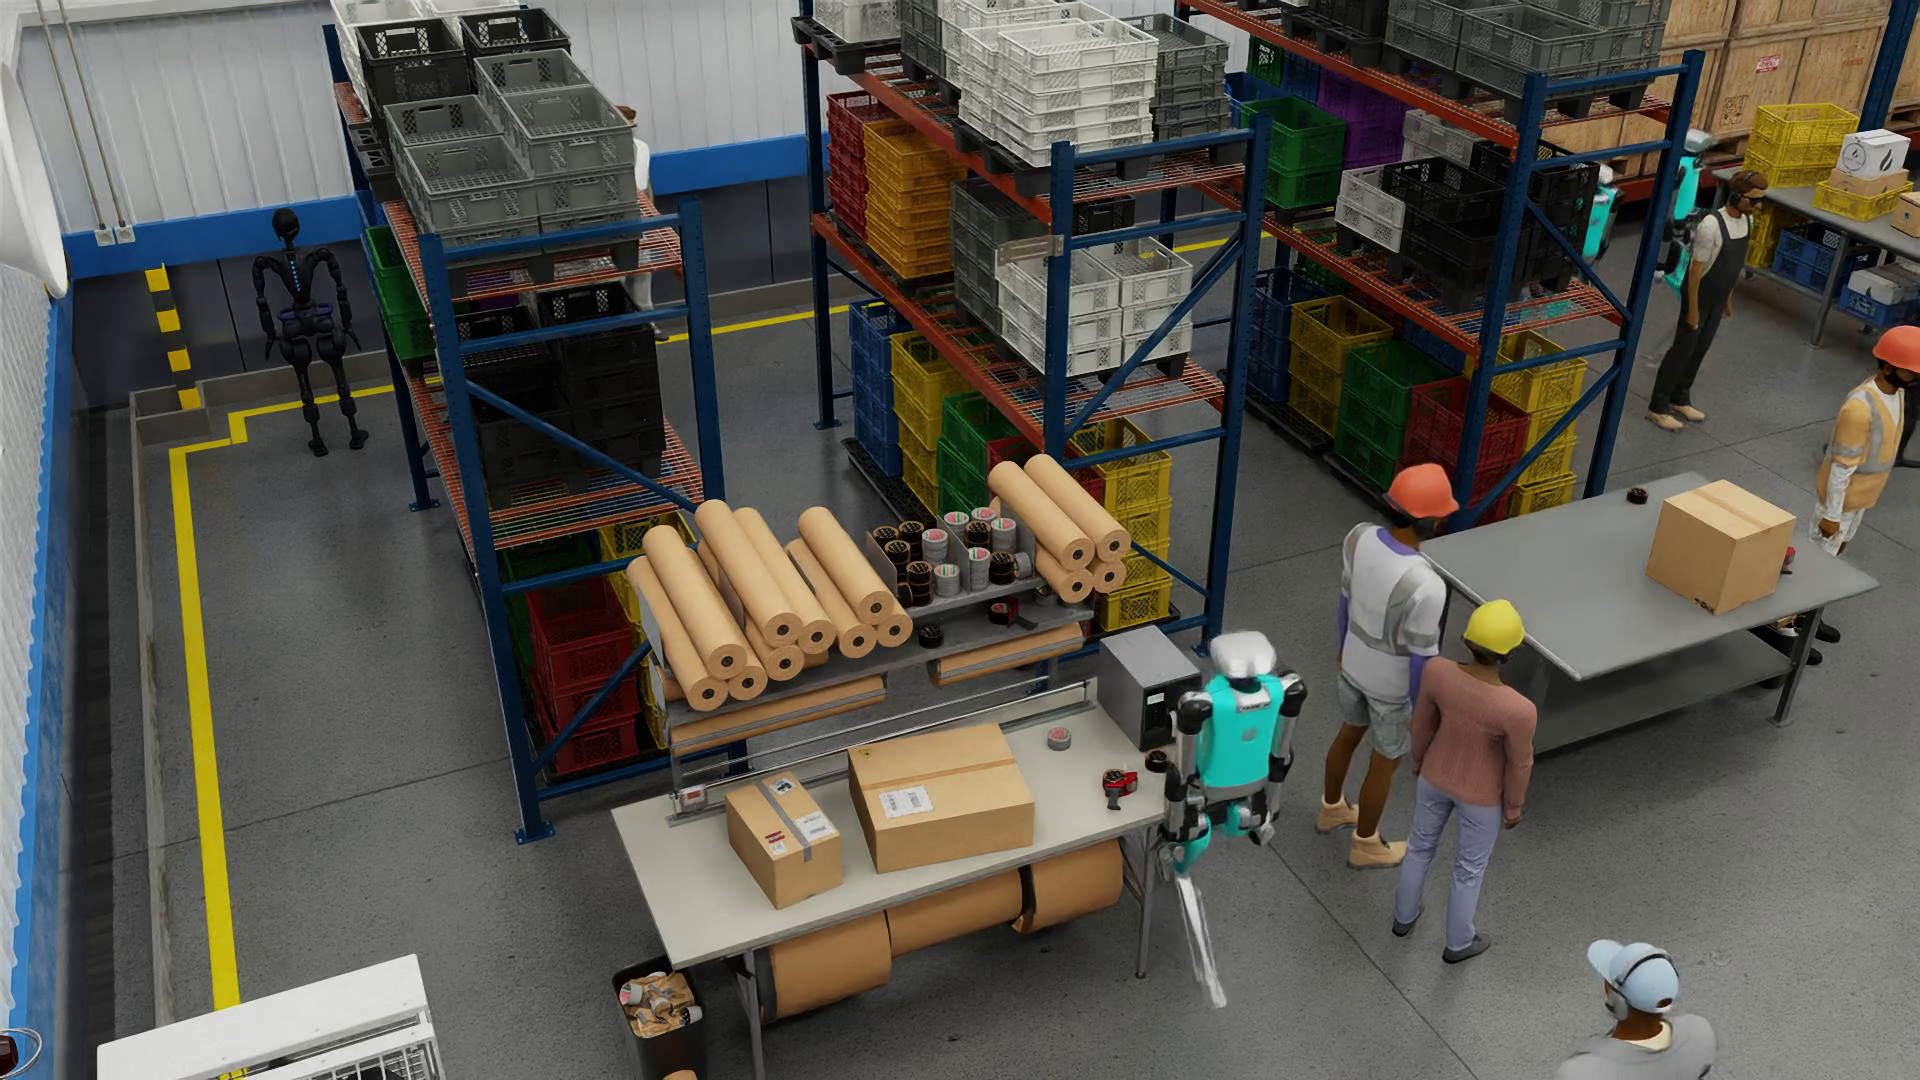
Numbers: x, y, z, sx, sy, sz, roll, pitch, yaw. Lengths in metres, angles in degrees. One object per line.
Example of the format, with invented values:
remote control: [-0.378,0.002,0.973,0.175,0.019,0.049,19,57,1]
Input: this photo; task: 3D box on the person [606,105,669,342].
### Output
person: [-2.453,-2.285,12.191,0.386,1.836,0.565,22,38,32]

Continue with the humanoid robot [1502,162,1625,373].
humanoid robot: [4.056,-1.801,11.576,0.530,1.841,0.769,-14,34,-21]

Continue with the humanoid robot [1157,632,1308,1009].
humanoid robot: [0.999,1.023,6.982,0.540,1.805,0.980,-9,33,-14]

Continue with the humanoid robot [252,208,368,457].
humanoid robot: [-4.234,-1.351,10.807,0.599,1.657,0.315,-10,33,-16]

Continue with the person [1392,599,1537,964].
person: [2.098,1.005,6.906,0.524,1.772,0.307,27,41,37]

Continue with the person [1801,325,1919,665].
person: [4.721,-0.243,8.775,0.373,1.935,0.549,27,41,37]

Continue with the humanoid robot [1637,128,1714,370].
humanoid robot: [5.213,-1.978,11.799,0.692,1.799,0.541,20,37,29]

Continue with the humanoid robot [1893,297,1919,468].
humanoid robot: [6.026,-1.177,10.563,0.670,1.634,0.583,4,32,6]

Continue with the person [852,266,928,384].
person: [-0.466,-1.901,11.672,0.846,1.706,0.512,-18,36,-27]

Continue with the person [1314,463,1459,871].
person: [1.892,0.568,7.366,0.406,2.037,0.614,-13,34,-20]

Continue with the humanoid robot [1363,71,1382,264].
humanoid robot: [3.305,-2.784,13.185,0.753,1.887,0.542,21,37,30]

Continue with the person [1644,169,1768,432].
person: [4.978,-1.587,11.064,0.500,1.831,0.360,-19,36,-28]

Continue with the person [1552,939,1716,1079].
person: [1.990,1.969,5.262,0.596,1.850,0.396,-14,34,-21]
